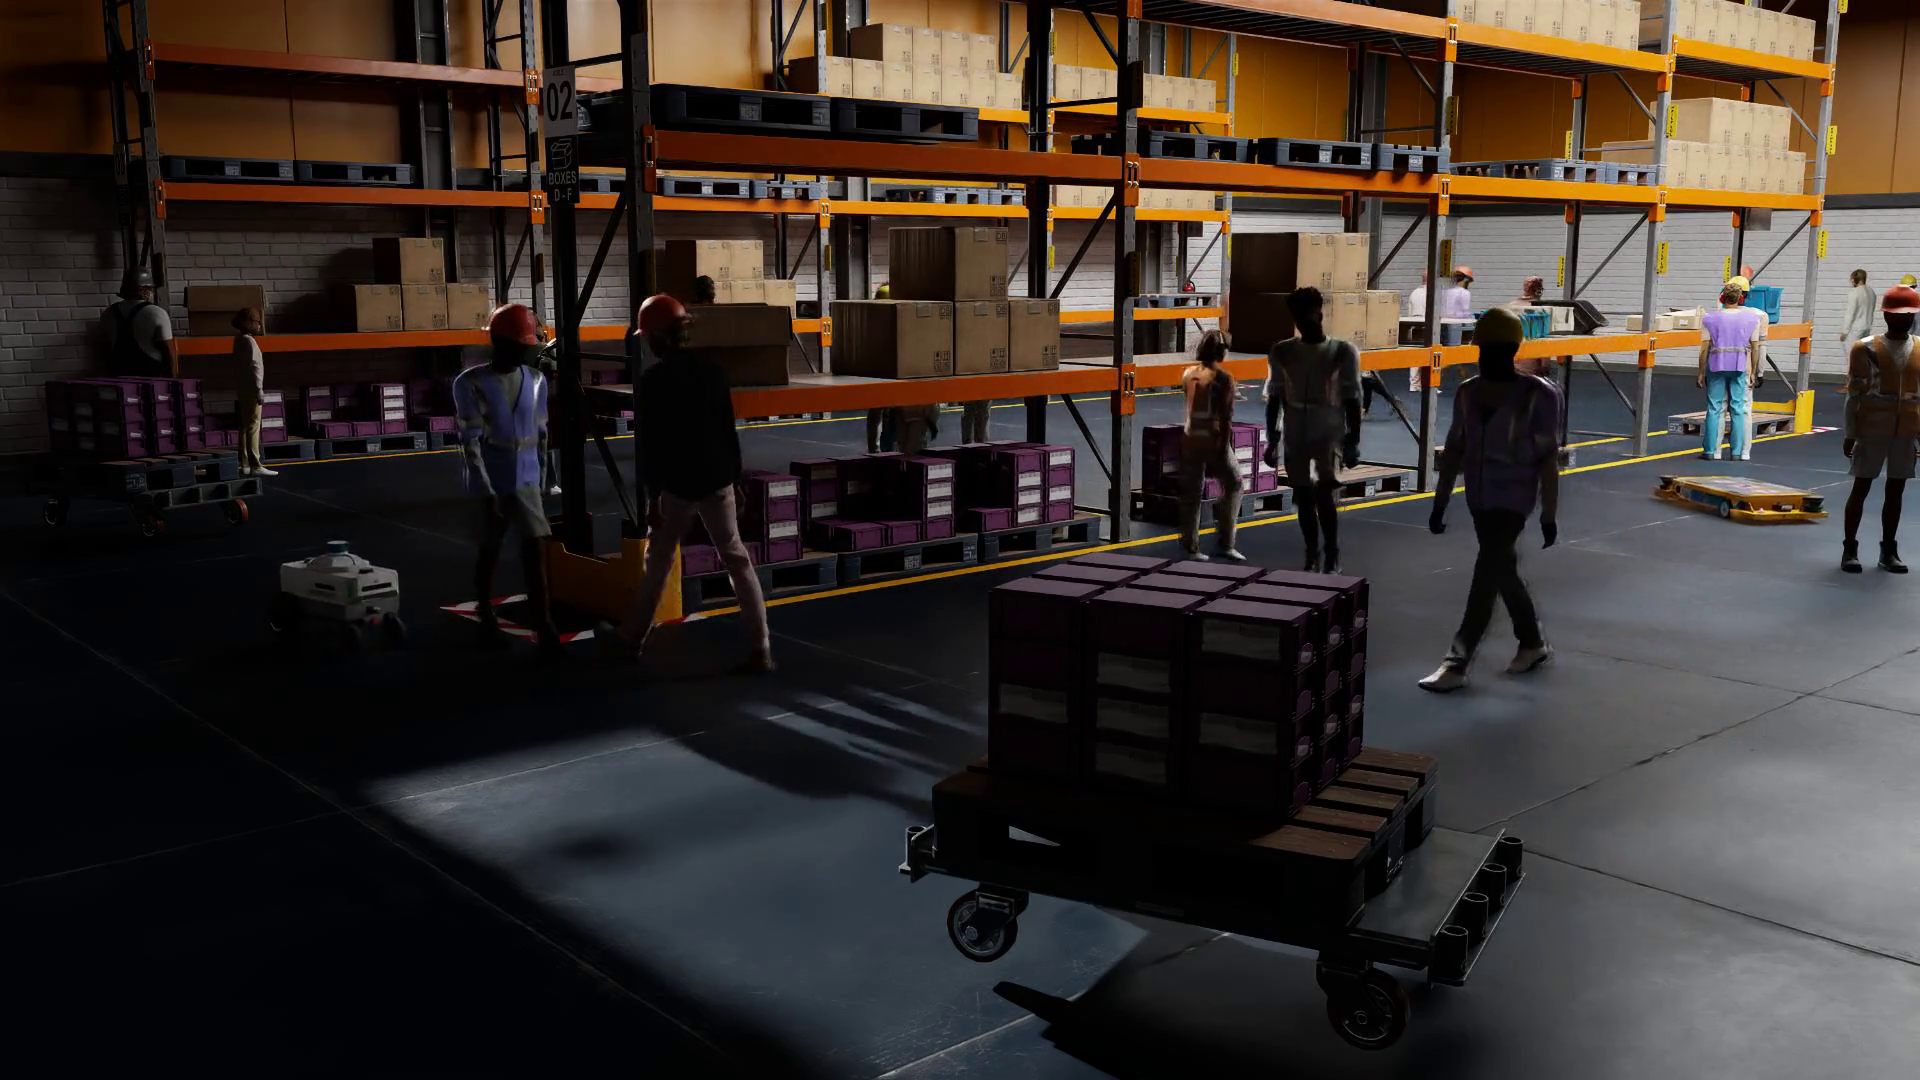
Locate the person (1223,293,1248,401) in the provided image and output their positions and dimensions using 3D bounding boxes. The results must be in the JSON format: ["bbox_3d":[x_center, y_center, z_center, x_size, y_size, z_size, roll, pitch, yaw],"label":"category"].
[{"bbox_3d":[4.025,-2.979,24.182,0.620,1.971,0.636,-6,11,-30],"label":"person"}]

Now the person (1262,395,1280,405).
[{"bbox_3d":[4.595,-2.869,23.828,1.010,1.889,0.661,-9,13,-41],"label":"person"}]

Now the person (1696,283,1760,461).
[{"bbox_3d":[7.951,-1.732,17.244,0.570,1.844,0.377,2,10,12],"label":"person"}]

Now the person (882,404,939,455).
[{"bbox_3d":[-0.408,-0.926,13.152,0.395,1.622,0.544,-8,13,-40],"label":"person"}]

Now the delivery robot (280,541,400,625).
[{"bbox_3d":[-3.419,0.247,9.164,0.707,0.478,0.477,7,12,36],"label":"delivery robot"}]

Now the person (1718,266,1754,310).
[{"bbox_3d":[10.522,-2.697,22.463,0.623,1.992,0.397,0,10,1],"label":"person"}]

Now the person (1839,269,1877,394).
[{"bbox_3d":[13.930,-3.219,25.740,0.696,1.920,0.483,-6,11,-31],"label":"person"}]

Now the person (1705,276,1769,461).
[{"bbox_3d":[8.073,-1.782,17.345,0.585,1.919,0.404,3,10,19],"label":"person"}]

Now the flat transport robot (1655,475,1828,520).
[{"bbox_3d":[6.475,-0.363,13.836,0.652,0.197,1.431,-1,10,-7],"label":"flat transport robot"}]

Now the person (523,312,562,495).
[{"bbox_3d":[-3.782,-1.203,14.775,0.499,1.633,0.286,0,10,1],"label":"person"}]

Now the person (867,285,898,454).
[{"bbox_3d":[-0.743,-1.622,16.643,0.404,1.834,0.591,-8,12,-39],"label":"person"}]

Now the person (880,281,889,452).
[{"bbox_3d":[-0.706,-1.777,17.490,0.594,1.867,0.420,-3,10,-16],"label":"person"}]

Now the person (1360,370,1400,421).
[{"bbox_3d":[5.362,-2.354,21.395,0.632,1.679,0.538,-1,10,-4],"label":"person"}]

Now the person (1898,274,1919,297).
[{"bbox_3d":[15.000,-3.296,26.430,0.592,1.837,0.404,-2,10,-14],"label":"person"}]

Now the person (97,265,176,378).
[{"bbox_3d":[-7.543,-1.516,15.417,0.676,2.000,0.536,1,10,9],"label":"person"}]

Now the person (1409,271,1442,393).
[{"bbox_3d":[7.253,-3.229,25.836,0.399,1.908,0.643,-4,11,-23],"label":"person"}]

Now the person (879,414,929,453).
[{"bbox_3d":[-0.474,-1.126,13.972,0.550,1.742,0.647,7,12,36],"label":"person"}]

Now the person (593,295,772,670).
[{"bbox_3d":[-1.410,-0.293,8.593,1.062,1.910,0.706,8,12,38],"label":"person"}]

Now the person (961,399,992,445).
[{"bbox_3d":[0.196,-1.619,16.626,0.403,1.833,0.586,-5,11,-28],"label":"person"}]

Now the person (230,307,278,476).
[{"bbox_3d":[-6.877,-1.436,16.138,0.284,1.633,0.498,-8,13,-40],"label":"person"}]

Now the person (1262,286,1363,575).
[{"bbox_3d":[2.267,-0.662,10.737,0.611,1.928,0.596,5,11,28],"label":"person"}]

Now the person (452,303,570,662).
[{"bbox_3d":[-2.368,-0.293,8.750,0.544,1.880,0.915,-8,12,-38],"label":"person"}]

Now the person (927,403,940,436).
[{"bbox_3d":[-0.368,-2.071,19.682,0.320,1.692,0.531,0,10,-1],"label":"person"}]

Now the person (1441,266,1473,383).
[{"bbox_3d":[7.391,-3.115,24.978,0.942,1.987,0.637,-2,10,-9],"label":"person"}]

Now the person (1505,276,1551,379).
[{"bbox_3d":[6.427,-2.026,18.837,0.396,1.900,0.650,-6,12,-33],"label":"person"}]

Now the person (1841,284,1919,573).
[{"bbox_3d":[6.220,-0.733,11.135,0.551,1.934,0.373,1,10,7],"label":"person"}]

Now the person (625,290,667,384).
[{"bbox_3d":[-2.658,-1.306,14.830,0.632,1.829,0.438,-1,10,-7],"label":"person"}]

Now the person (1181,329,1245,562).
[{"bbox_3d":[1.755,-0.639,11.519,0.523,1.624,0.518,-8,12,-38],"label":"person"}]

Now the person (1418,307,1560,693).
[{"bbox_3d":[2.670,-0.209,8.262,0.988,1.882,0.607,-6,11,-30],"label":"person"}]

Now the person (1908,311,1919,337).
[{"bbox_3d":[14.581,-2.975,25.148,0.507,1.631,0.266,8,12,38],"label":"person"}]

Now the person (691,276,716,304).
[{"bbox_3d":[-2.759,-1.857,17.774,0.596,1.915,0.370,6,12,33],"label":"person"}]
